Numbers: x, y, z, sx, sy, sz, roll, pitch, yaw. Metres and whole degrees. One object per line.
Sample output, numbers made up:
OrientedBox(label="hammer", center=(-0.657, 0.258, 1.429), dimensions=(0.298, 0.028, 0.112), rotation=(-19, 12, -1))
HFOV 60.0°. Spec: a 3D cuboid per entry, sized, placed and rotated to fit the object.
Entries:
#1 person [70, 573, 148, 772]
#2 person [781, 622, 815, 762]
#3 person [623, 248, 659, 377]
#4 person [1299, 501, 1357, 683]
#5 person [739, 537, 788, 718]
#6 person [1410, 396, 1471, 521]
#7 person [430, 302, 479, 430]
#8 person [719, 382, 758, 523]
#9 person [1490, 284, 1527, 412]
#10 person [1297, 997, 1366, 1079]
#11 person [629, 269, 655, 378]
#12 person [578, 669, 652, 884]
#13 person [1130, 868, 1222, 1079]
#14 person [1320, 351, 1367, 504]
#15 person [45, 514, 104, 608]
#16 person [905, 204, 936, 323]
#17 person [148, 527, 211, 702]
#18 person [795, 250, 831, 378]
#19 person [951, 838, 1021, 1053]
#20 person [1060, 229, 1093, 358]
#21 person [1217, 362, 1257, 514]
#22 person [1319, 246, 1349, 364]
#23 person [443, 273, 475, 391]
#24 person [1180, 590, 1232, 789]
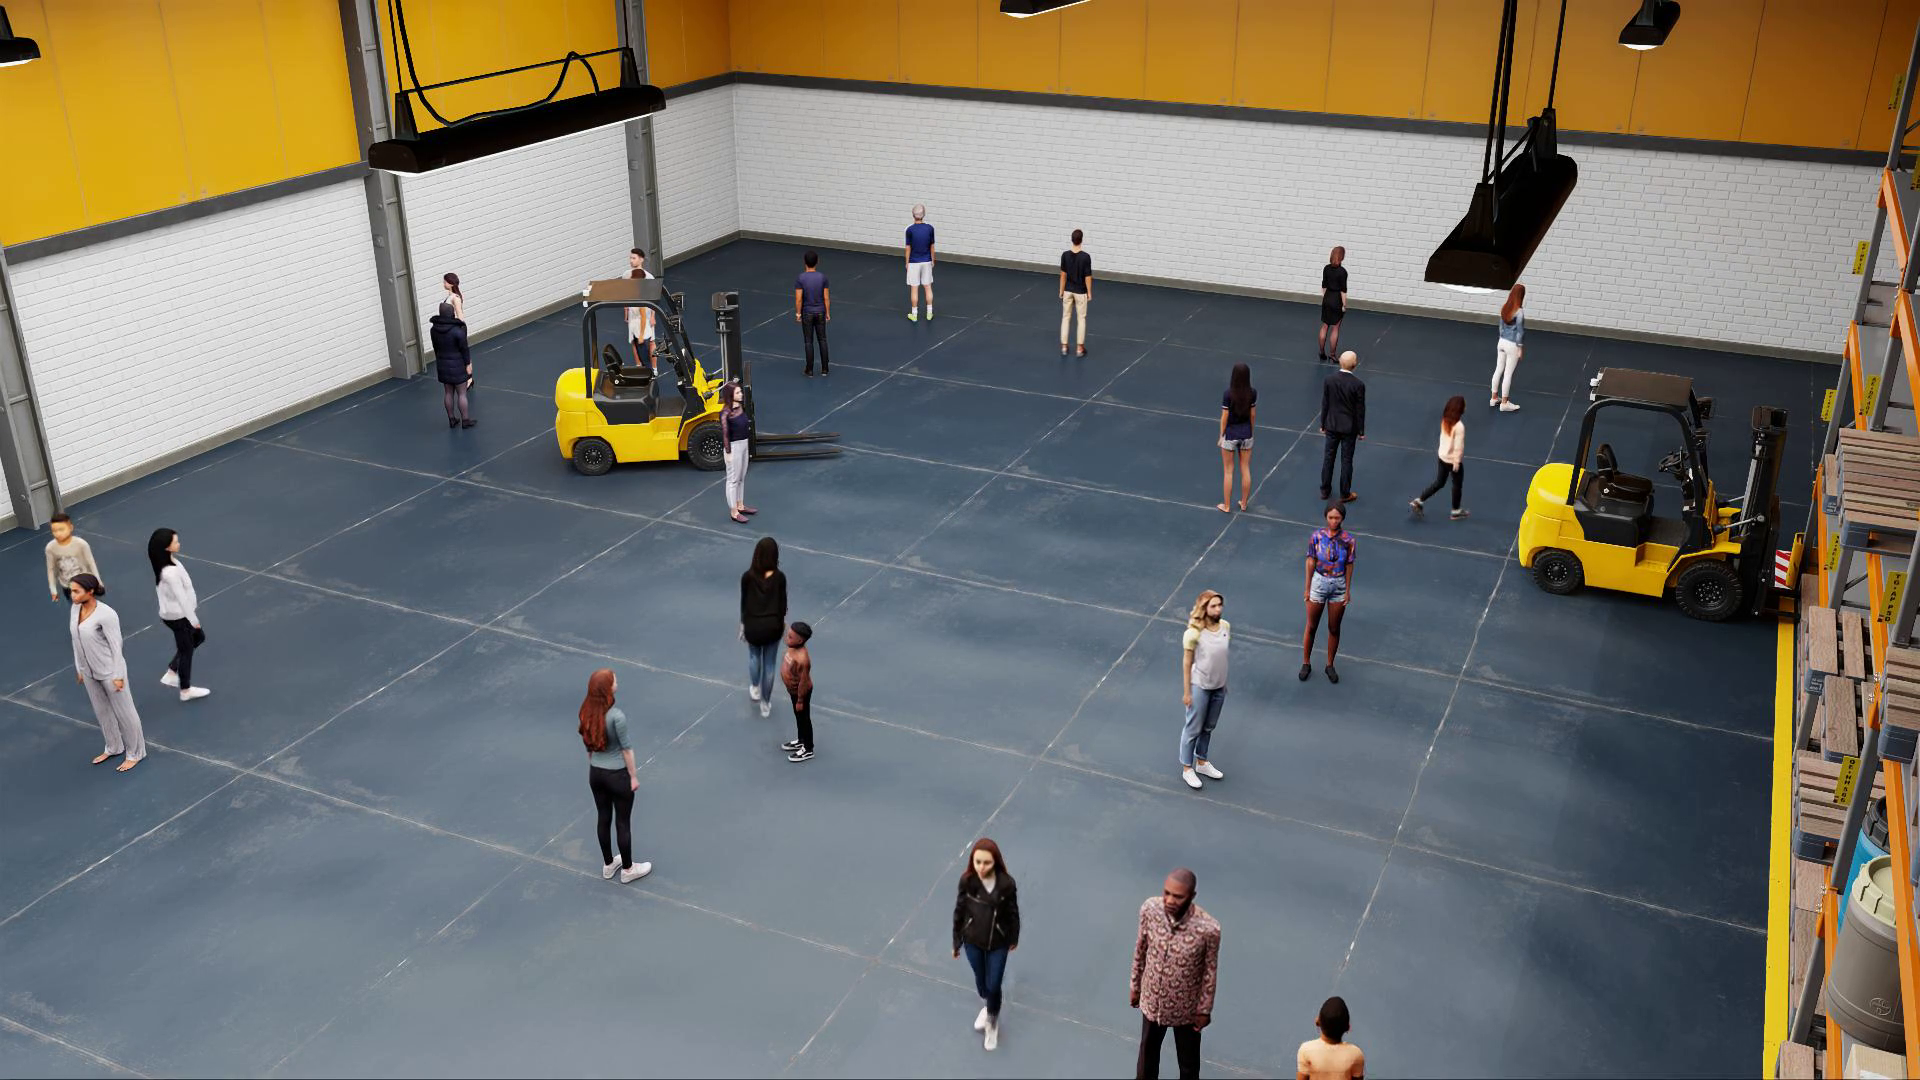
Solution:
OrientedBox(label="person", center=(-7.118, 1.067, 13.823), dimensions=(0.646, 1.737, 0.544), rotation=(9, 25, 19))
OrientedBox(label="person", center=(-1.345, 1.253, 13.999), dimensions=(0.655, 1.255, 0.593), rotation=(-8, 25, -17))
OrientedBox(label="person", center=(-4.491, -3.199, 23.434), dimensions=(0.674, 1.855, 0.564), rotation=(12, 26, 25))
OrientedBox(label="person", center=(3.359, 0.464, 15.196), dimensions=(0.650, 1.743, 0.615), rotation=(3, 24, 7))
OrientedBox(label="person", center=(-1.718, 0.793, 14.588), dimensions=(0.780, 1.627, 0.885), rotation=(-1, 24, -3))
OrientedBox(label="person", center=(5.439, -0.903, 18.672), dimensions=(0.980, 1.462, 0.955), rotation=(-6, 24, -14))
OrientedBox(label="person", center=(-6.568, -2.264, 21.521), dimensions=(0.704, 1.675, 0.682), rotation=(7, 25, 15))
OrientedBox(label="person", center=(-2.505, -1.003, 18.720), dimensions=(0.691, 1.608, 0.530), rotation=(6, 24, 14))
OrientedBox(label="person", center=(7.332, -2.584, 22.219), dimensions=(0.739, 1.703, 0.674), rotation=(-8, 25, -17))
OrientedBox(label="person", center=(2.037, 3.226, 9.255), dimensions=(0.707, 1.439, 1.015), rotation=(4, 24, 9))
OrientedBox(label="person", center=(-4.328, -2.821, 22.657), dimensions=(0.724, 1.785, 0.669), rotation=(-9, 25, -19))
OrientedBox(label="person", center=(-2.576, 1.739, 12.279), dimensions=(0.584, 1.743, 0.552), rotation=(13, 27, 27))
OrientedBox(label="person", center=(1.275, 2.723, 9.946), dimensions=(0.673, 1.808, 0.577), rotation=(11, 26, 24))
OrientedBox(label="person", center=(4.405, -1.312, 19.188), dimensions=(0.700, 1.799, 0.620), rotation=(14, 27, 29))
OrientedBox(label="person", center=(-8.314, 0.402, 15.711), dimensions=(0.868, 1.444, 0.977), rotation=(-5, 24, -12))
OrientedBox(label="person", center=(-0.628, -4.364, 26.120), dimensions=(0.721, 1.839, 0.771), rotation=(-7, 25, -16))
OrientedBox(label="person", center=(-7.024, 0.689, 14.753), dimensions=(0.819, 1.684, 0.768), rotation=(-16, 28, -32))
OrientedBox(label="person", center=(-2.074, -3.200, 23.515), dimensions=(0.708, 1.793, 0.746), rotation=(-6, 24, -14))
OrientedBox(label="person", center=(0.182, 2.538, 10.796), dimensions=(0.647, 1.466, 0.724), rotation=(5, 24, 12))
OrientedBox(label="person", center=(1.696, -3.635, 24.438), dimensions=(0.647, 1.850, 0.563), rotation=(9, 25, 20))
OrientedBox(label="person", center=(3.146, -1.161, 18.883), dimensions=(0.664, 1.766, 0.700), rotation=(-5, 24, -10))
OrientedBox(label="person", center=(5.417, -3.424, 24.136), dimensions=(0.654, 1.705, 0.658), rotation=(-16, 29, -33))
OrientedBox(label="person", center=(-6.940, -2.881, 22.964), dimensions=(0.668, 1.649, 0.639), rotation=(-13, 27, -28))
OrientedBox(label="person", center=(1.993, 1.191, 13.557), dimensions=(0.650, 1.723, 0.771), rotation=(-16, 28, -33))
